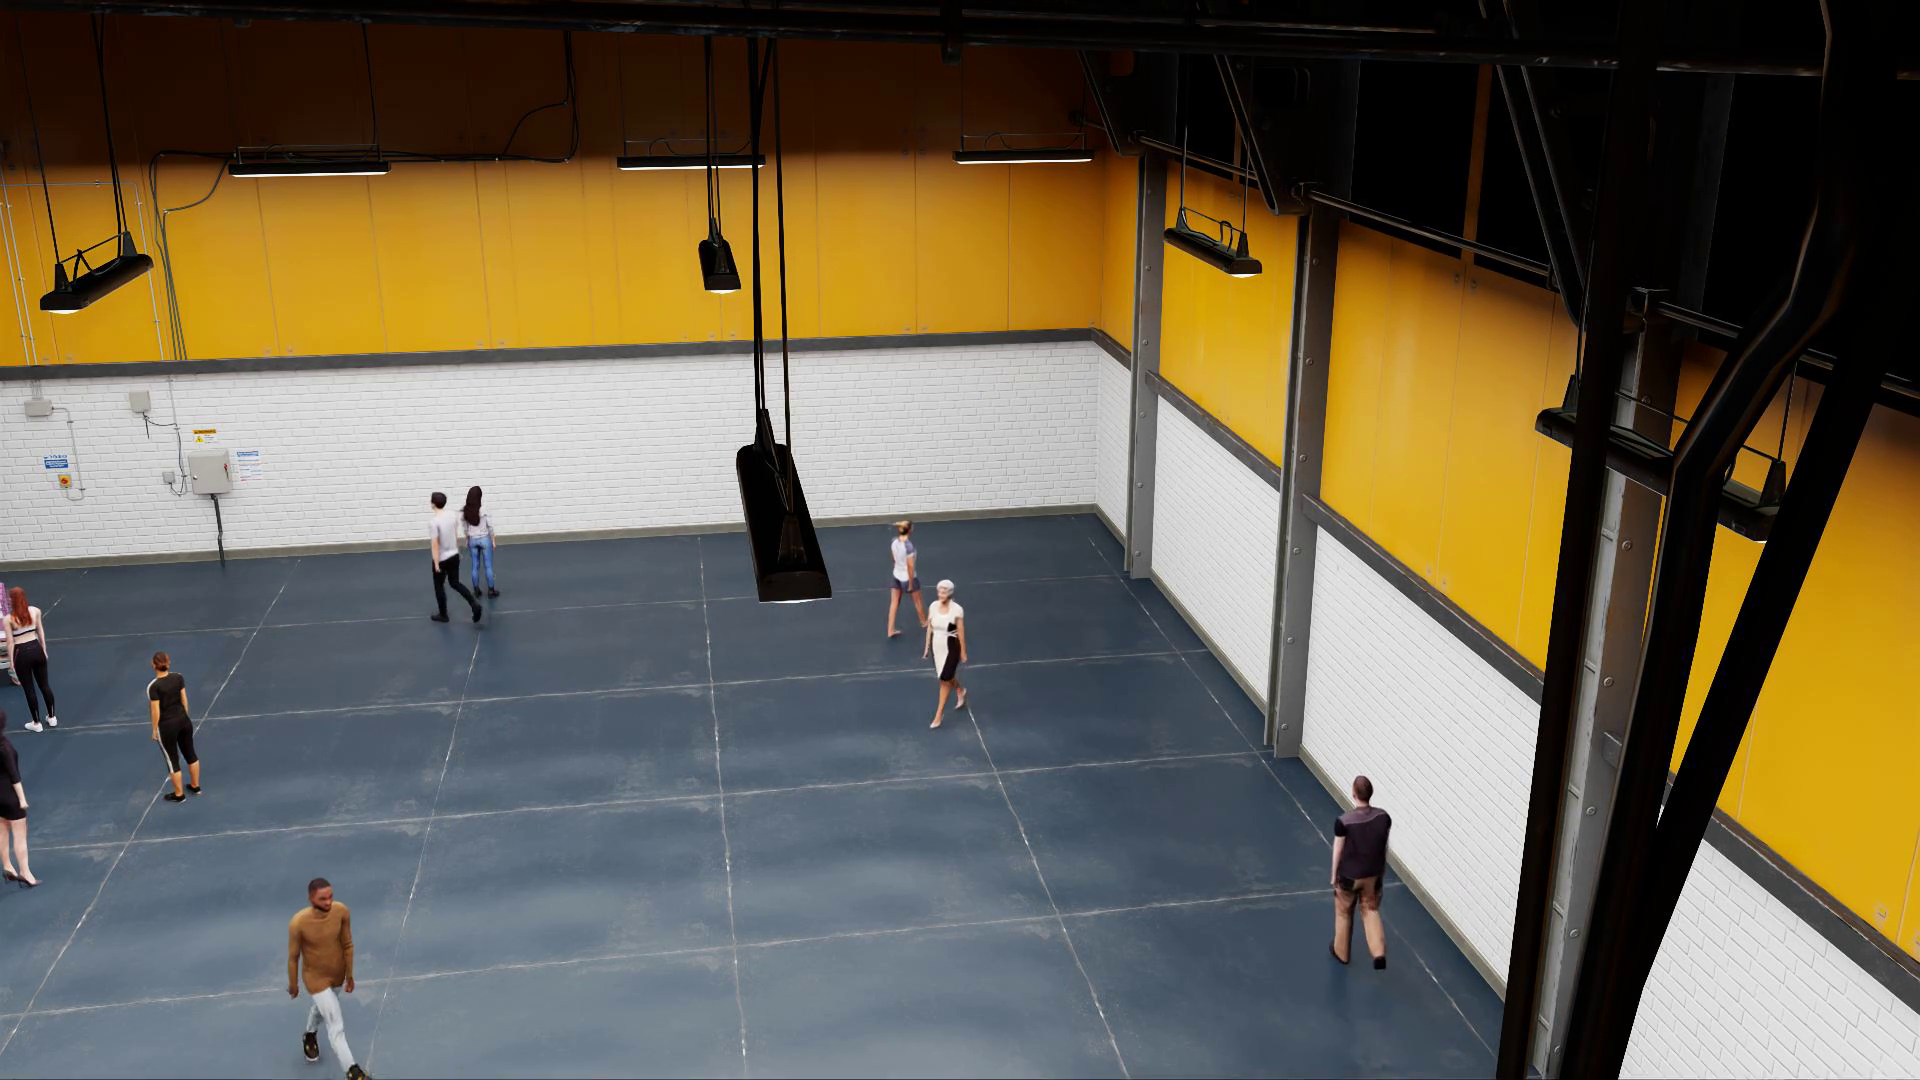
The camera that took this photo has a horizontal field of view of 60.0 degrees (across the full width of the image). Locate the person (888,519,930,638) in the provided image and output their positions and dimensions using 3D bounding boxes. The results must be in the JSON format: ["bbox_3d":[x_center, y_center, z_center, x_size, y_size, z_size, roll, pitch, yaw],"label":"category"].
[{"bbox_3d":[-0.782,0.538,21.853,1.000,1.575,1.007,15,24,38],"label":"person"}]

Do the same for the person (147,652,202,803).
[{"bbox_3d":[-8.294,1.945,17.529,0.725,1.668,0.645,10,21,27],"label":"person"}]

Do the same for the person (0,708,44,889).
[{"bbox_3d":[-9.068,2.451,15.816,0.667,1.803,0.705,10,21,28],"label":"person"}]

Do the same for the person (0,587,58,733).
[{"bbox_3d":[-10.716,1.358,19.159,0.724,1.741,0.665,13,22,33],"label":"person"}]

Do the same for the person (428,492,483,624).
[{"bbox_3d":[-6.796,0.269,22.238,1.135,1.841,1.106,10,21,28],"label":"person"}]

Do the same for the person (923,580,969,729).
[{"bbox_3d":[-0.108,1.281,19.426,1.087,1.716,1.149,12,22,33],"label":"person"}]

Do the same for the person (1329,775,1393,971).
[{"bbox_3d":[3.495,2.923,14.392,0.688,1.819,0.881,-3,19,-8],"label":"person"}]

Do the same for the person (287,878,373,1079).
[{"bbox_3d":[-5.040,3.406,13.049,1.125,1.761,1.257,-18,25,-42],"label":"person"}]

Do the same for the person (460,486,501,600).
[{"bbox_3d":[-6.722,0.026,23.283,0.655,1.633,0.602,2,19,5],"label":"person"}]
